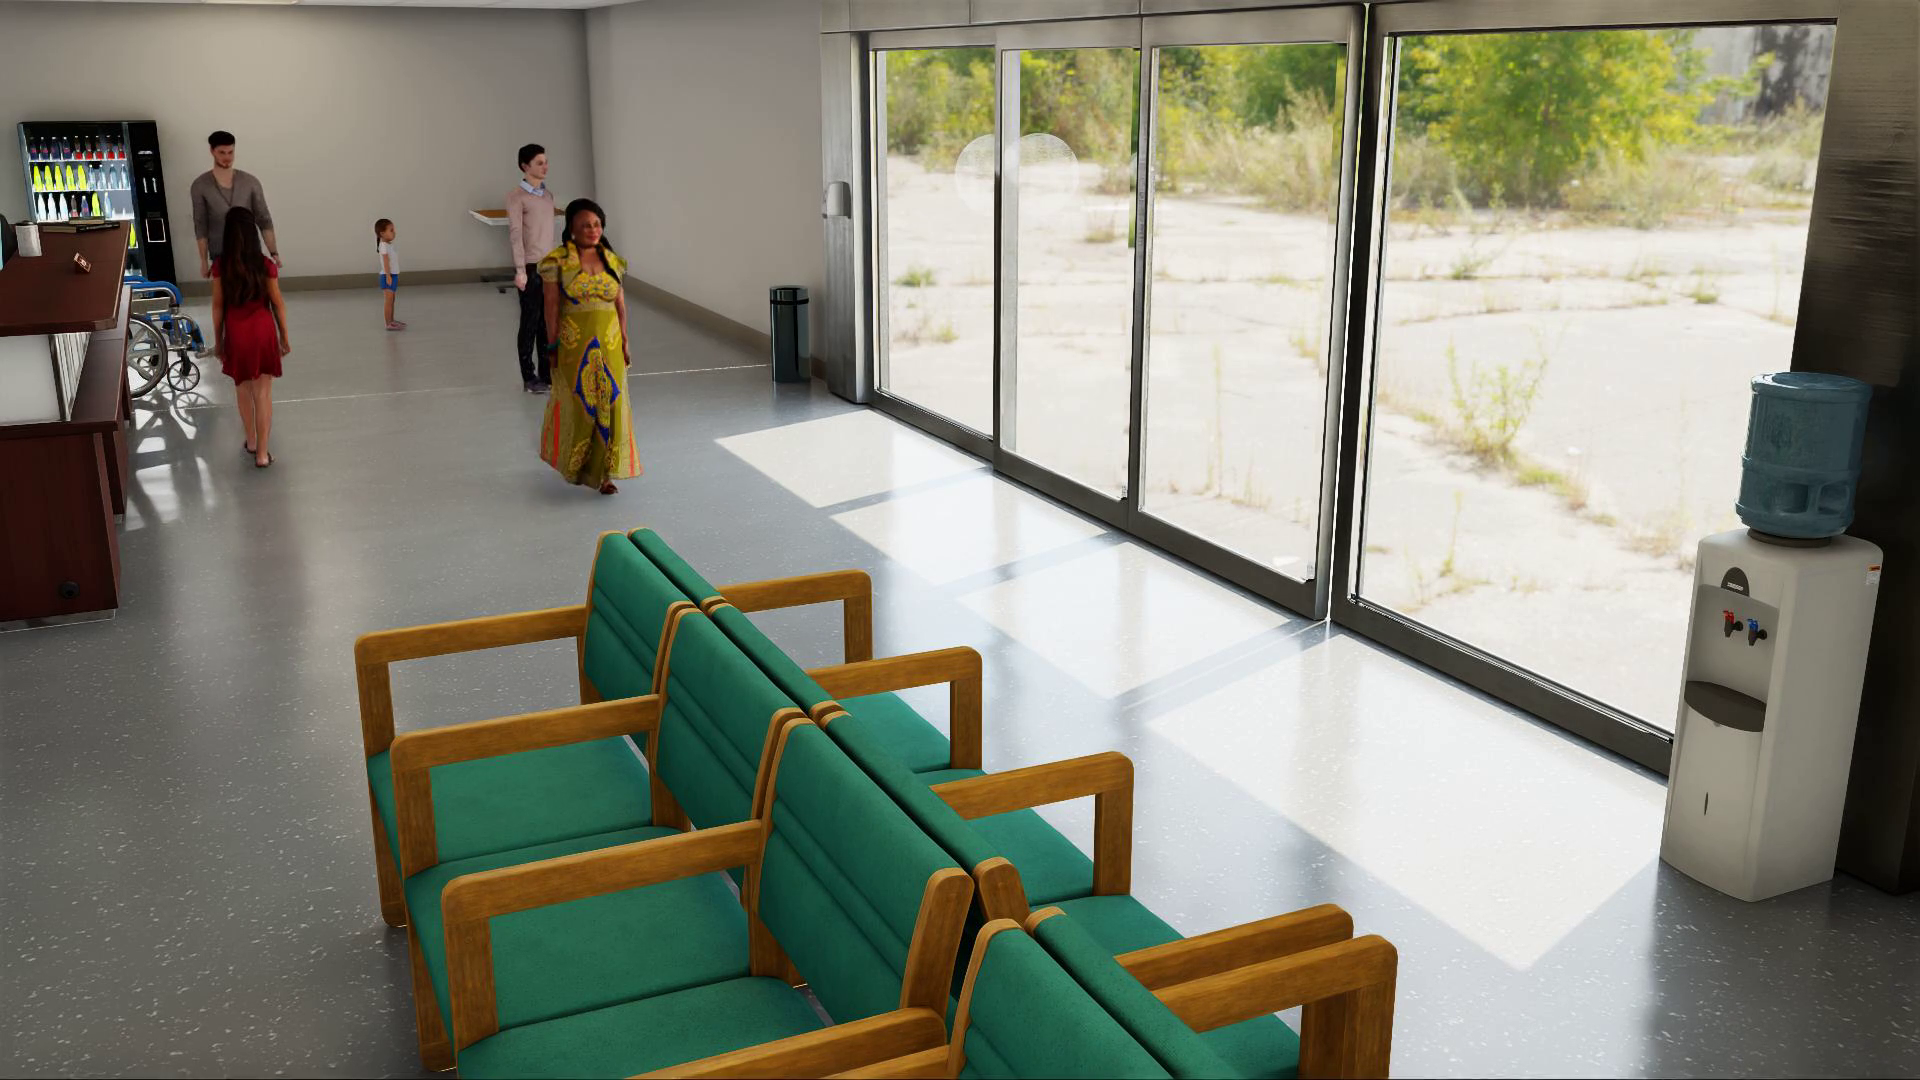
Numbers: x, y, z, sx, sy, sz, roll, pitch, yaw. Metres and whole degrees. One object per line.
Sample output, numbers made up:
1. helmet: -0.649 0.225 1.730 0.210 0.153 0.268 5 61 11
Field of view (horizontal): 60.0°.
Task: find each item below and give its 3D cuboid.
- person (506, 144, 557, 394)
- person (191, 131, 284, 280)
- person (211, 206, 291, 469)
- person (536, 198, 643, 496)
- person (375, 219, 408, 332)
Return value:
1. person: -3.137 -2.013 12.339 0.763 1.808 0.679 7 17 25
2. person: -5.535 -2.154 12.720 1.108 1.872 0.851 -10 19 -31
3. person: -4.238 -1.189 9.910 0.798 1.532 0.689 -5 16 -16
4. person: -2.125 -1.078 9.309 0.859 1.651 0.902 -14 21 -40
5. person: -5.281 -2.460 15.377 0.479 1.019 0.468 -2 16 -7
